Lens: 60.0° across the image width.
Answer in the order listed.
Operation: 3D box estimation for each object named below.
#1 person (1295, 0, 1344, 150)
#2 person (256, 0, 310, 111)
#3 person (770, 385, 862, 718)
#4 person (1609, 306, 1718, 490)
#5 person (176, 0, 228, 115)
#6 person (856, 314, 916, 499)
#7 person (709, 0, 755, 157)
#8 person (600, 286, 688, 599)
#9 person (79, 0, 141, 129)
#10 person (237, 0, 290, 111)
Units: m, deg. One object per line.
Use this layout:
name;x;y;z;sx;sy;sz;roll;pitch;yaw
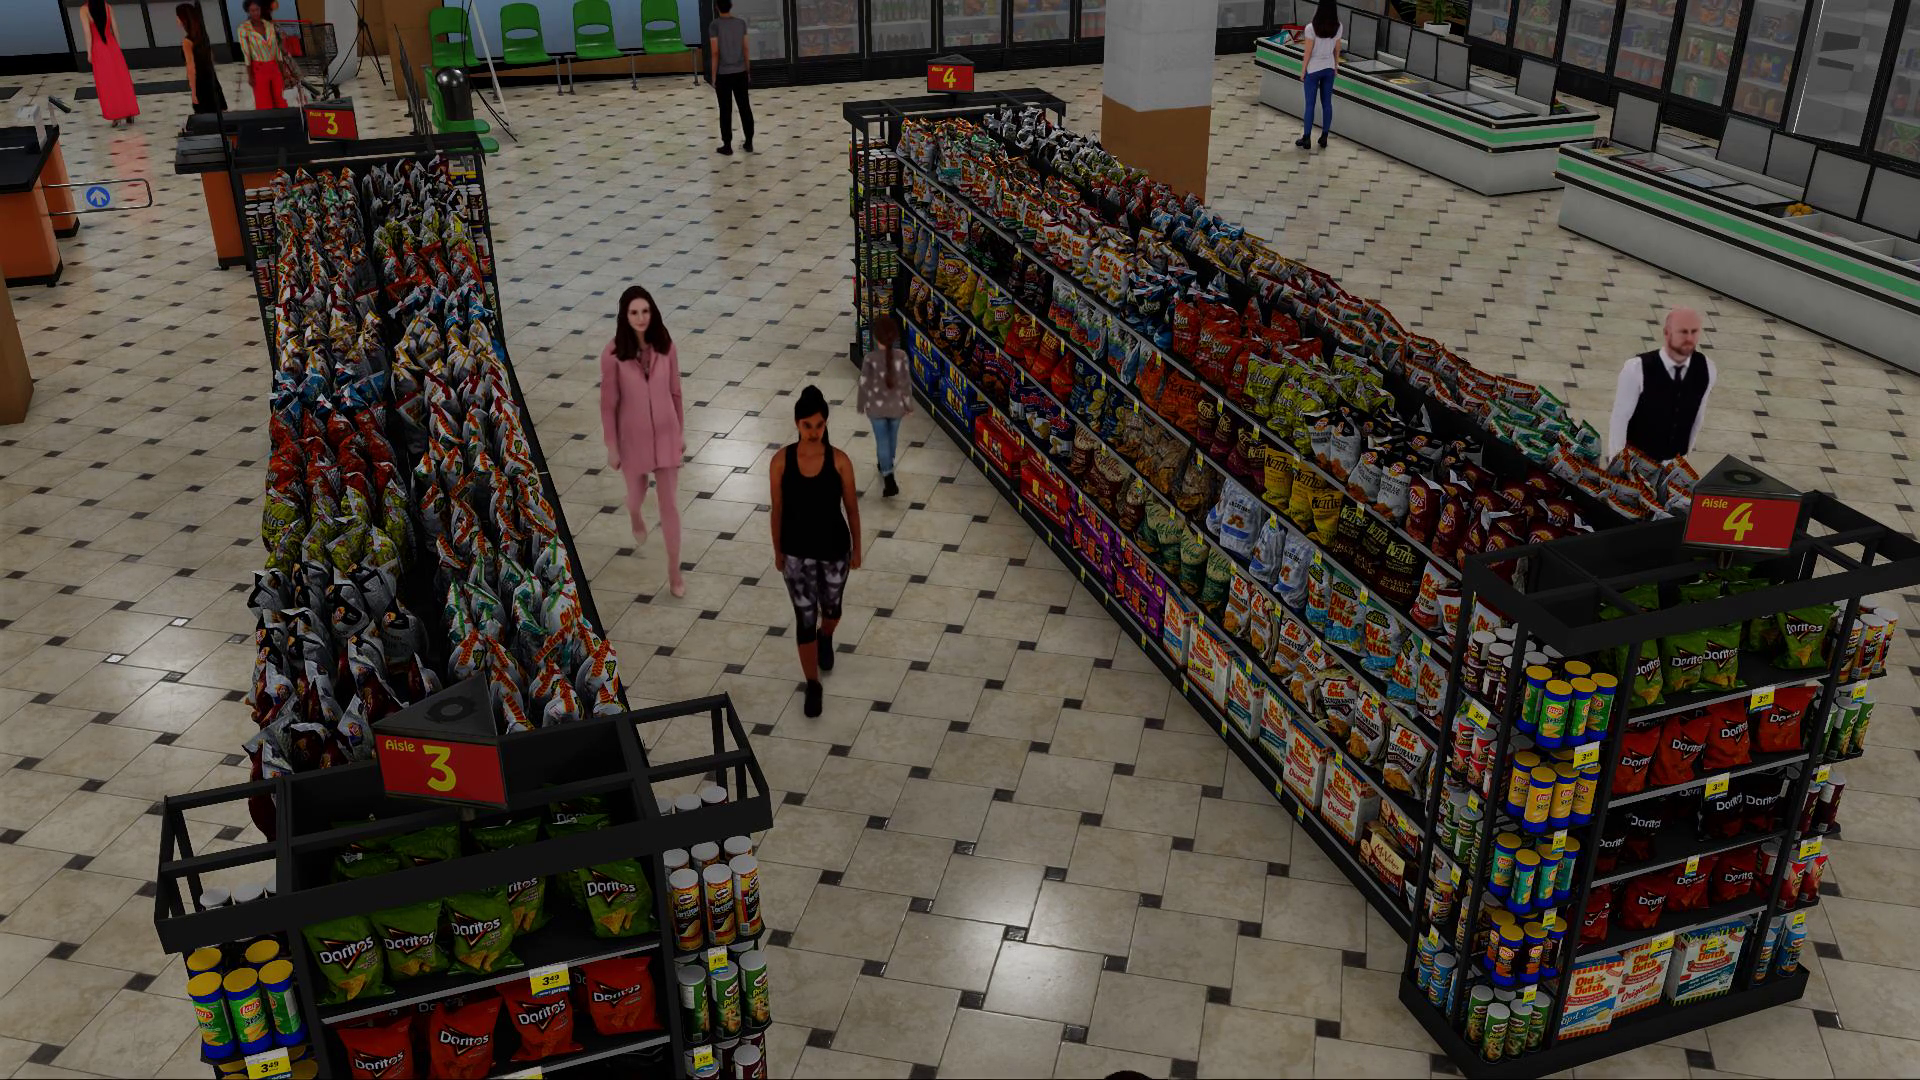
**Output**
person;4.065;-5.266;18.775;0.620;1.685;0.545;-7;28;-13
person;-8.050;-5.519;19.367;0.834;1.599;1.100;-15;31;-28
person;-0.725;0.005;8.419;0.727;1.649;0.977;-4;27;-7
person;3.745;-0.433;9.133;0.937;1.785;1.226;-1;27;-2
person;-7.826;-4.679;17.465;0.896;1.822;0.890;5;27;10
person;-0.464;-0.834;10.596;0.529;1.178;0.823;-8;28;-15
person;-2.565;-5.218;18.604;0.662;1.753;0.591;-16;31;-28
person;-1.805;-0.599;9.480;0.626;1.768;1.100;-9;28;-18
person;-10.145;-5.781;19.746;0.752;1.725;0.716;17;31;29
person;-7.616;-5.050;18.236;0.736;1.787;0.707;18;32;32
